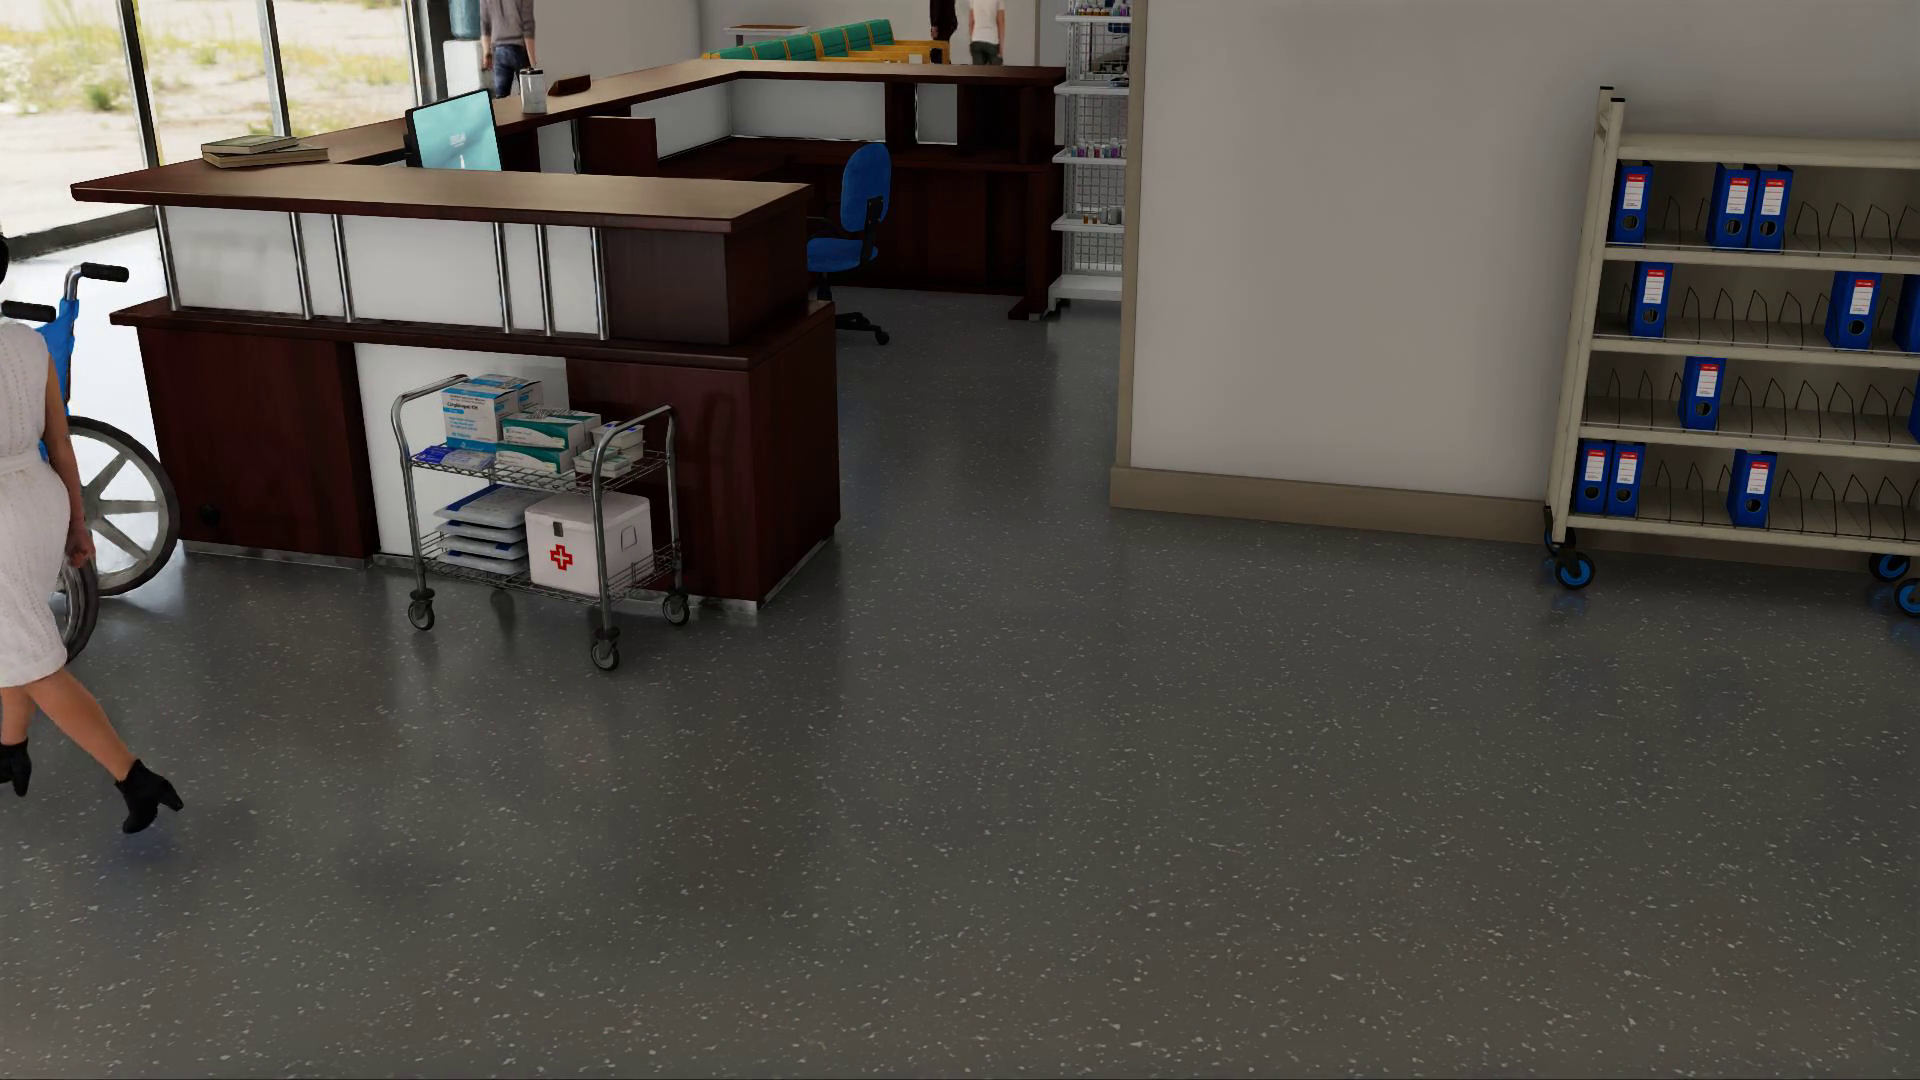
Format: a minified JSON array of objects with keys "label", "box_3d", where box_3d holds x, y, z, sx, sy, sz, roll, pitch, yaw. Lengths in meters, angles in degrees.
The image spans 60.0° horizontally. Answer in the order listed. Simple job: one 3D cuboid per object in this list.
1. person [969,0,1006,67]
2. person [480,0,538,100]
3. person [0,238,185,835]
[{"label":"person","box_3d":[0.258,-5.246,17.694,0.653,1.638,0.651,4,21,9]},{"label":"person","box_3d":[-4.033,-4.288,14.844,1.189,1.866,0.904,1,21,3]},{"label":"person","box_3d":[-2.214,0.024,3.945,1.004,1.521,0.584,7,22,18]}]
